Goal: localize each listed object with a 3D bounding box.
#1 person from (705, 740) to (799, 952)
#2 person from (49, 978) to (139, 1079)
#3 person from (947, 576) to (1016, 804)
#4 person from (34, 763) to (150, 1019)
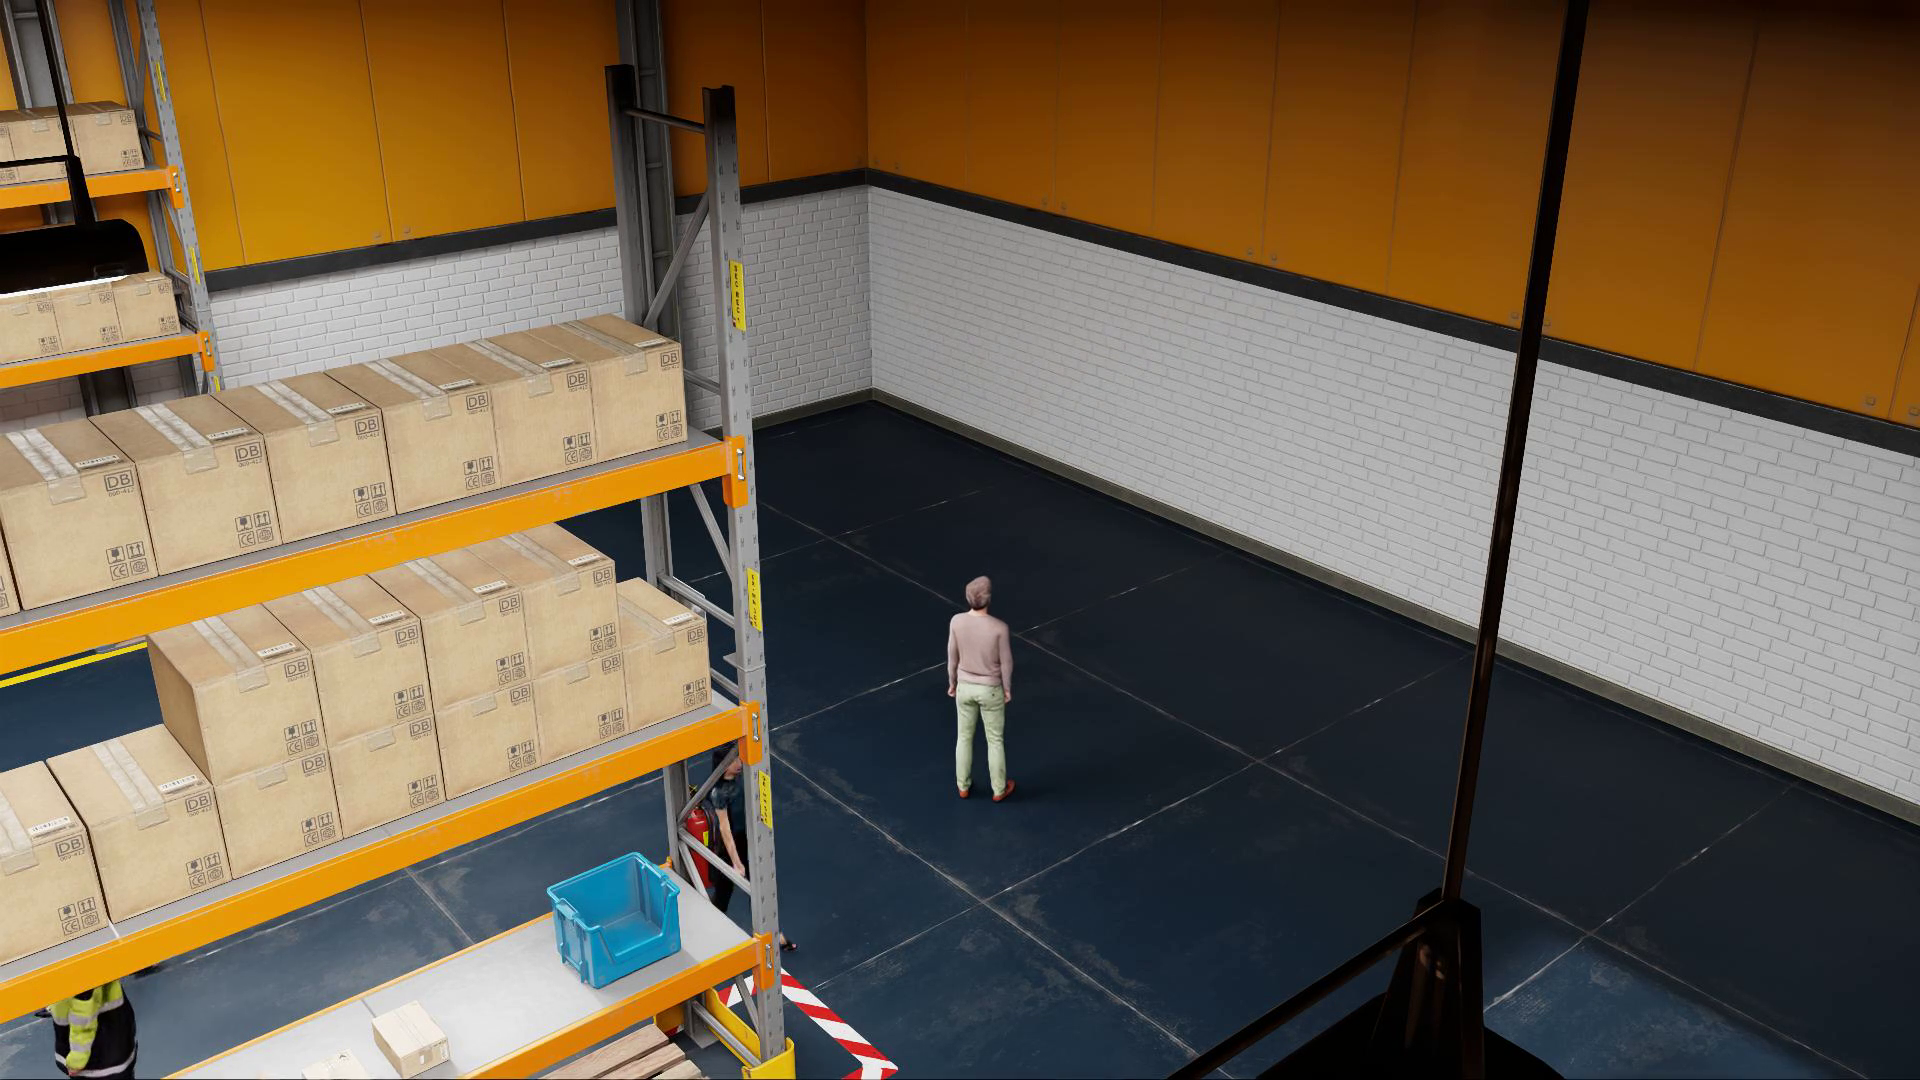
[{"bbox_3d":[-1.601,2.051,11.005,0.930,1.711,0.897,4,24,8],"label":"person"},{"bbox_3d":[-4.770,2.680,9.239,0.679,1.973,0.786,-17,29,-33],"label":"person"},{"bbox_3d":[0.152,1.160,12.839,0.779,1.875,0.803,6,24,14],"label":"person"},{"bbox_3d":[-5.531,2.138,10.746,0.748,1.760,1.151,19,30,36],"label":"person"}]
